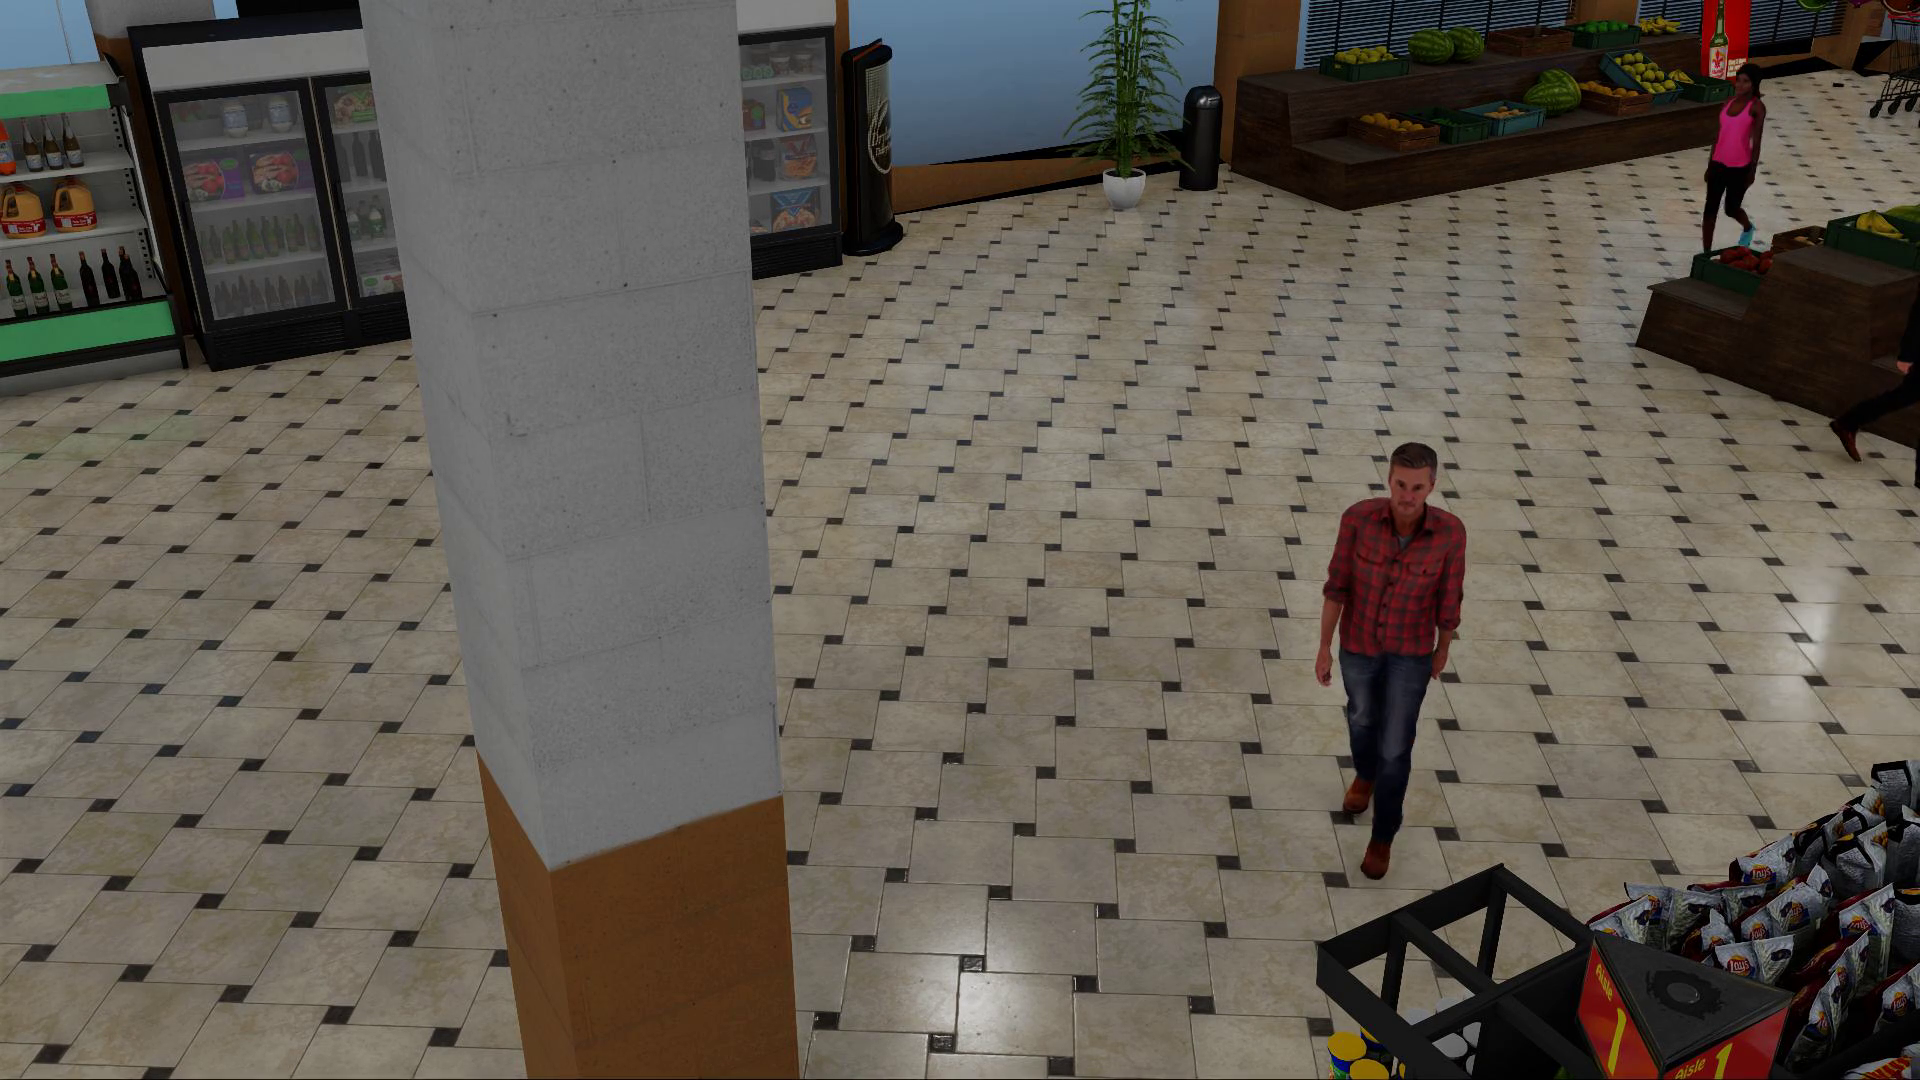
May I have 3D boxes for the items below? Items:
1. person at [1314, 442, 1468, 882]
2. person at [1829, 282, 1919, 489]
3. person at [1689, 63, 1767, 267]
[{"bbox_3d":[1.780,0.395,6.903,1.036,1.797,1.164,12,29,23],"label":"person"},{"bbox_3d":[5.818,-1.205,10.078,1.111,1.778,0.841,-19,33,-33],"label":"person"},{"bbox_3d":[6.531,-3.135,13.962,0.918,1.707,0.591,-17,31,-30],"label":"person"}]
